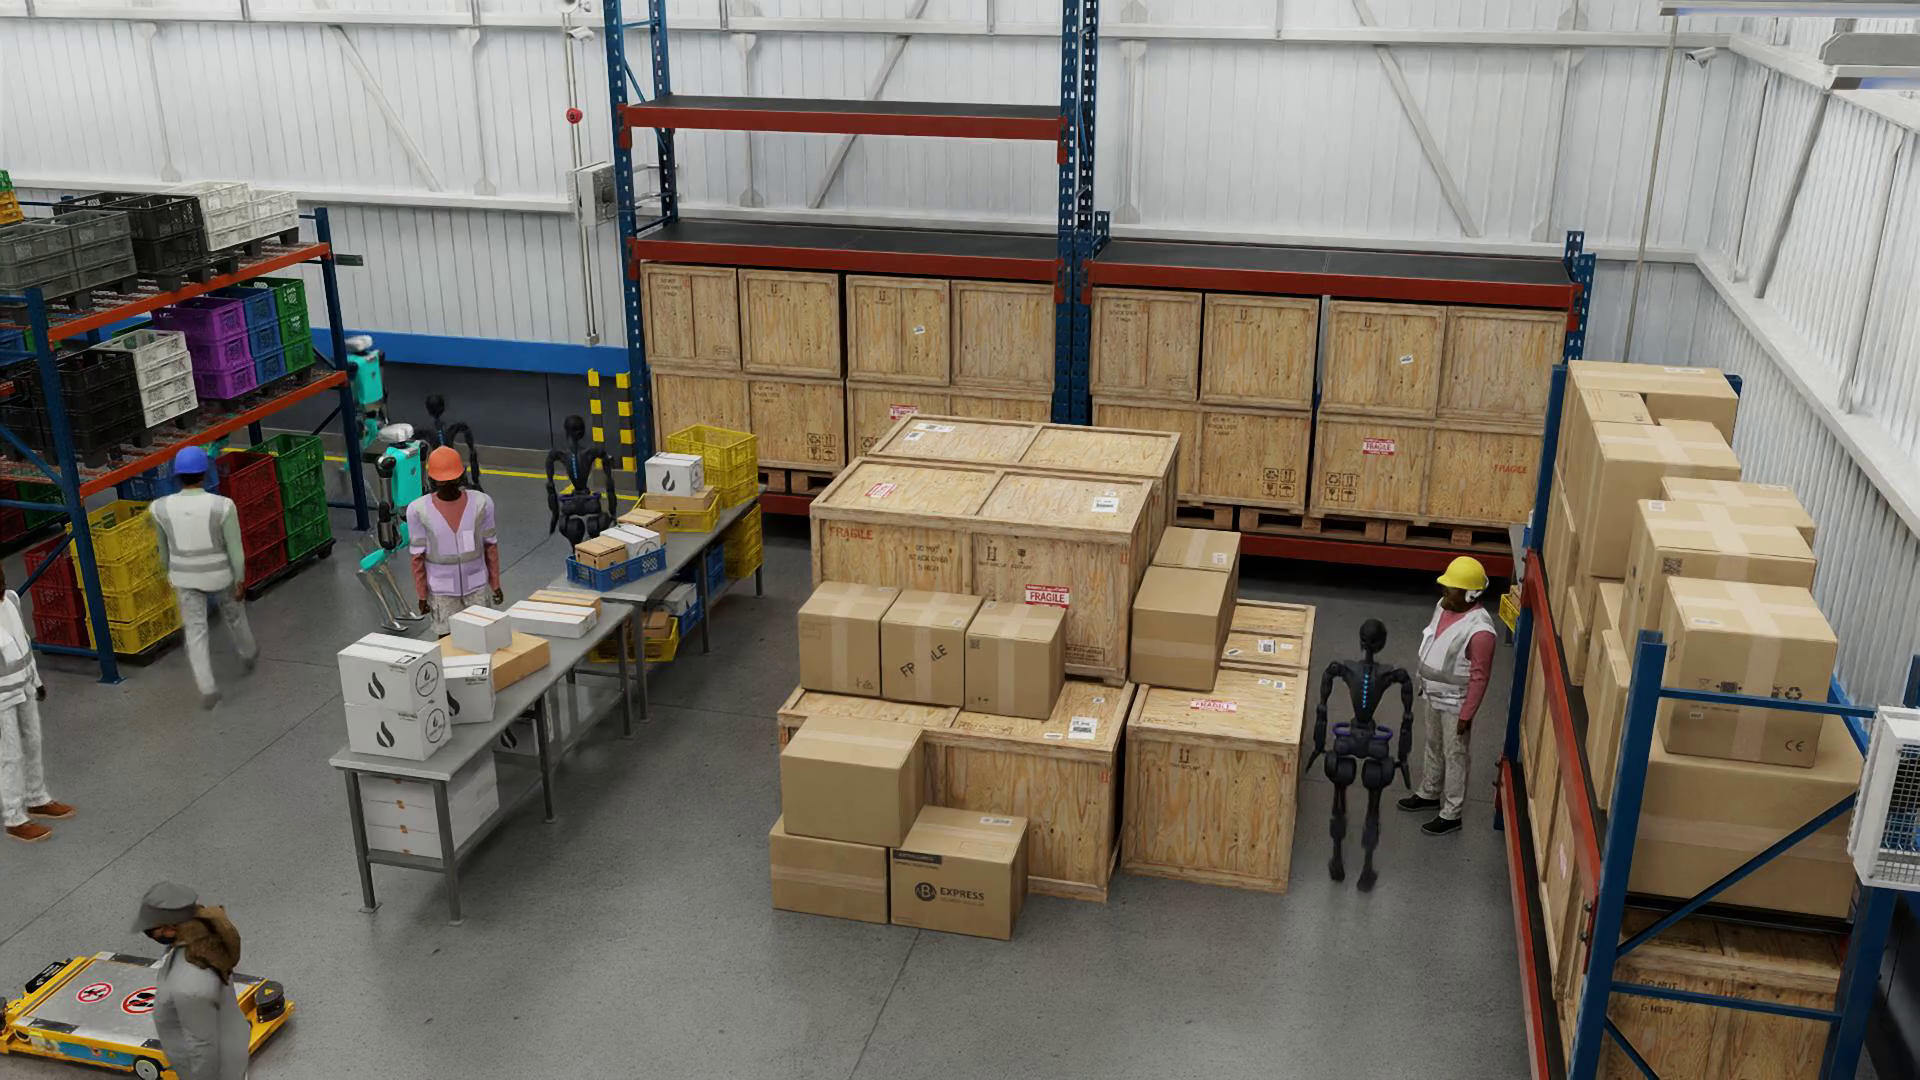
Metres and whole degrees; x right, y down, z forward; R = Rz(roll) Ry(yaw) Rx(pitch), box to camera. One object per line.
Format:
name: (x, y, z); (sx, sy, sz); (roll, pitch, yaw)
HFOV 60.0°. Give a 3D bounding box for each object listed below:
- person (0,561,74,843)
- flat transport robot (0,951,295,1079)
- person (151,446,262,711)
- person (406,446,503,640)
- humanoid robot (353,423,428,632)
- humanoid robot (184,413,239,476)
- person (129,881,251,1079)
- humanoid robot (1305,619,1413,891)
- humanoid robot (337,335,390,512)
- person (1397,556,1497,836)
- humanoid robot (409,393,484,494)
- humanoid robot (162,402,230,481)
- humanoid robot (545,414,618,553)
person: (-5.883, 0.966, 10.268); (0.341, 1.878, 0.580); (1, 21, 3)
flat transport robot: (-4.270, 2.464, 8.601); (1.431, 0.231, 0.659); (5, 22, 13)
person: (-5.519, 0.215, 12.201); (0.605, 1.902, 0.968); (-5, 21, -12)
person: (-3.534, 0.316, 11.739); (0.604, 2.043, 0.372); (-10, 23, -24)
humanoid robot: (-4.554, -0.119, 13.169); (0.733, 1.697, 0.531); (7, 22, 18)
humanoid robot: (-7.264, -1.209, 16.110); (0.708, 1.764, 0.542); (-3, 21, -8)
person: (-3.212, 2.225, 7.131); (0.406, 1.762, 0.564); (-7, 22, -19)
humanoid robot: (2.350, 1.263, 9.791); (0.606, 1.637, 0.432); (5, 22, 14)
humanoid robot: (-5.784, -1.038, 15.869); (0.722, 1.904, 0.547); (7, 22, 18)
person: (3.039, 0.953, 10.354); (0.404, 1.837, 0.587); (-5, 21, -12)
humanoid robot: (-4.396, -0.453, 14.304); (0.601, 1.639, 0.734); (-8, 22, -20)
humanoid robot: (-7.187, -0.993, 15.598); (0.531, 1.781, 0.806); (14, 25, 32)
humanoid robot: (-3.086, -0.213, 13.641); (0.601, 1.644, 0.441); (-1, 21, -4)
